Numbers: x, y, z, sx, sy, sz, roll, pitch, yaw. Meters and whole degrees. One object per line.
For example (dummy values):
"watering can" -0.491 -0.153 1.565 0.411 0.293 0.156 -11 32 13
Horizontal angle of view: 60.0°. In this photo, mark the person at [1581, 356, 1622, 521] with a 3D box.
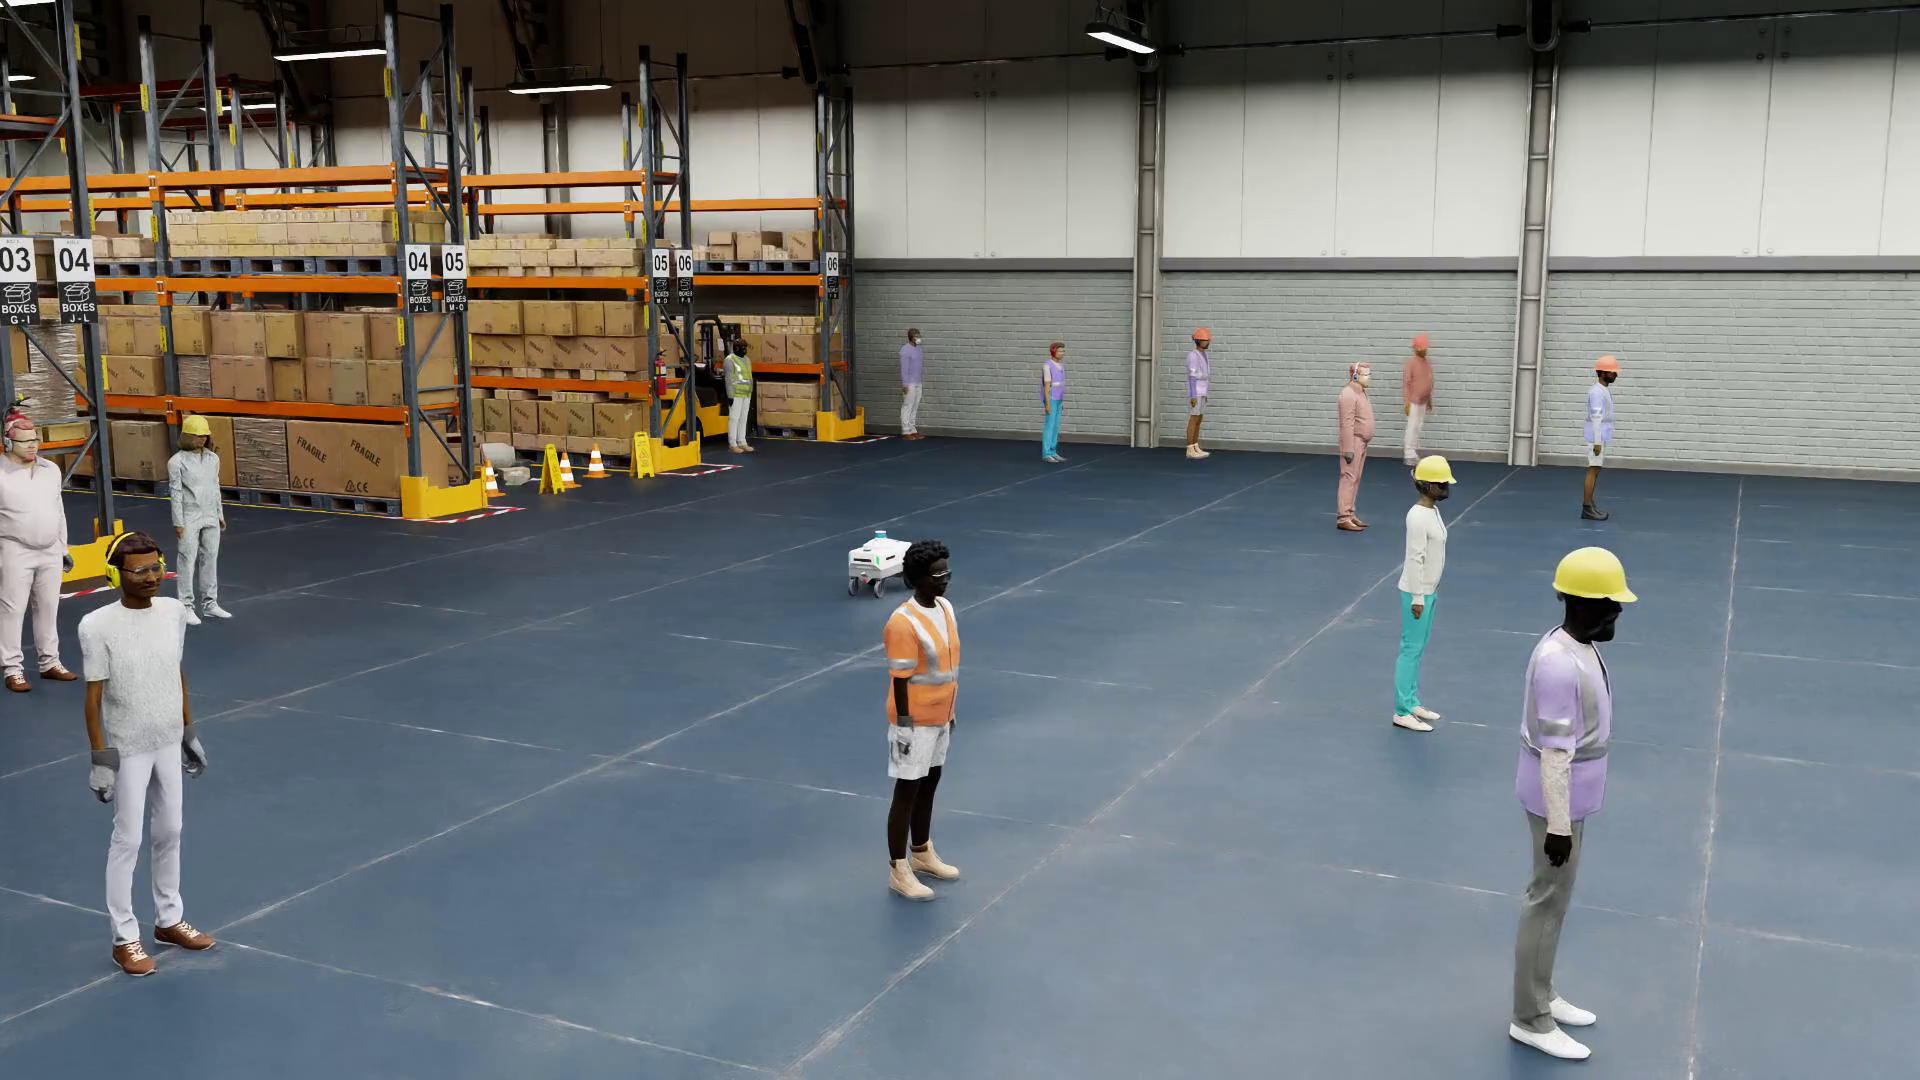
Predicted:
"person" 7.562 -1.203 19.608 0.373 1.934 0.551 4 10 25

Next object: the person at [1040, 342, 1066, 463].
"person" 1.416 -2.098 25.380 0.373 1.840 0.571 4 10 25

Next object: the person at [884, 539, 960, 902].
"person" -0.169 0.833 7.858 0.317 1.695 0.540 4 10 25

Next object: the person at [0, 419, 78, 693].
"person" -6.547 0.101 11.713 0.403 1.904 0.652 4 10 25

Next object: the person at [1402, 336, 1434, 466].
"person" 6.872 -2.091 25.031 0.667 1.956 0.507 -6 11 -35

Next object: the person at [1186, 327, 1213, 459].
"person" 3.753 -2.292 25.961 0.391 2.040 0.615 4 10 25

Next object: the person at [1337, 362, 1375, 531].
"person" 4.490 -1.062 18.837 0.403 1.906 0.652 4 10 25

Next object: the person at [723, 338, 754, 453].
"person" -3.540 -2.323 26.773 0.429 1.839 0.634 4 10 25

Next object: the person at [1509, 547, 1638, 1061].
"person" 2.311 0.973 6.297 0.382 1.924 0.594 4 10 25

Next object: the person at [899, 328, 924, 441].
"person" -0.825 -2.691 28.725 0.352 1.937 0.635 4 10 25

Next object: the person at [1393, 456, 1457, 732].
"person" 2.998 0.334 10.706 0.326 1.767 0.533 4 10 25

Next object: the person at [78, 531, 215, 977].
"person" -3.438 0.880 7.042 0.309 1.868 0.534 4 10 25

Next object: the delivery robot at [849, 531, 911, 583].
"delivery robot" -0.725 0.159 15.192 0.477 0.478 0.707 4 10 25

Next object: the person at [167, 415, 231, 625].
"person" -6.347 -0.175 13.899 0.325 1.740 0.492 4 10 25
